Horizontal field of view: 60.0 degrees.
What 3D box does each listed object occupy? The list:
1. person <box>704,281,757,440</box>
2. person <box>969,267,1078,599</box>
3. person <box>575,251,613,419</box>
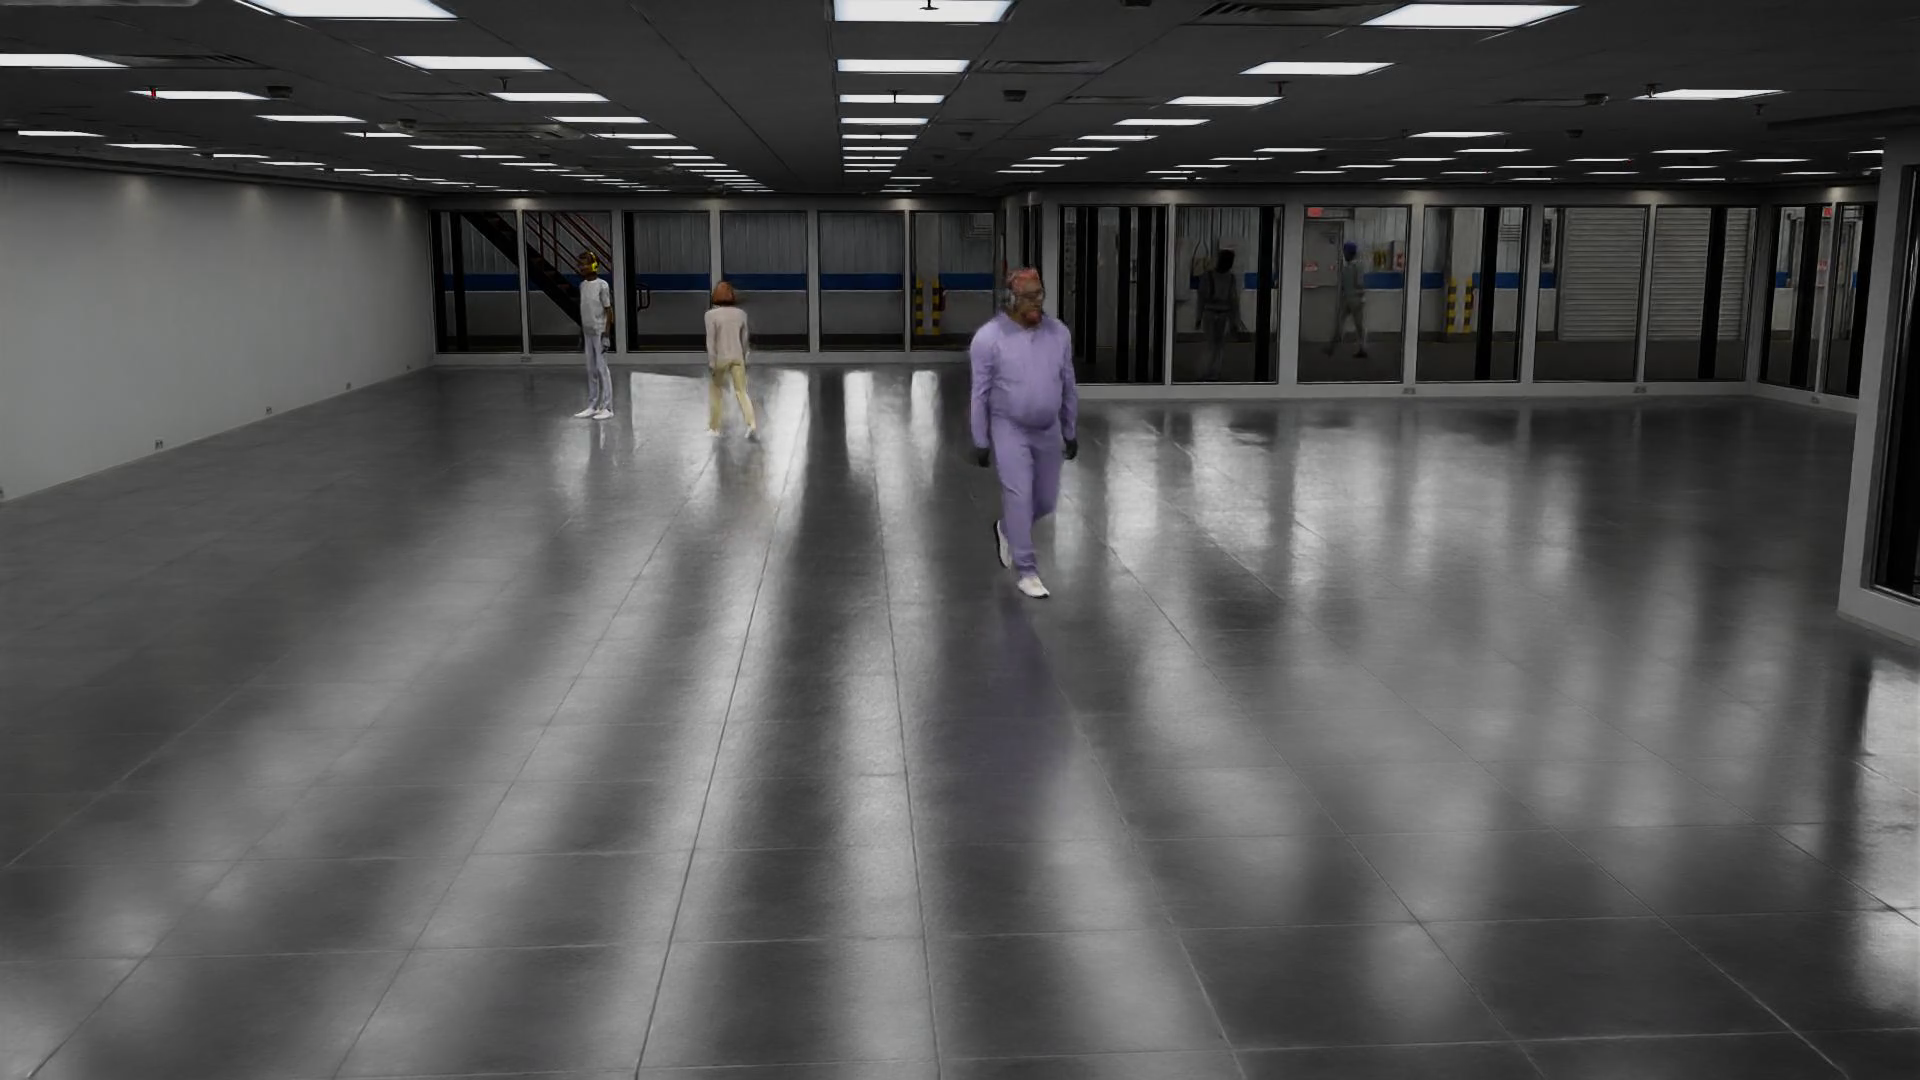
[{"bbox_3d":[-2.305,-1.804,16.756,0.510,1.600,0.817,-7,13,-35],"label":"person"},{"bbox_3d":[0.358,-0.642,9.697,0.655,1.887,0.731,-5,12,-26],"label":"person"},{"bbox_3d":[-4.091,-2.283,18.603,0.514,1.872,0.332,9,14,41],"label":"person"}]
